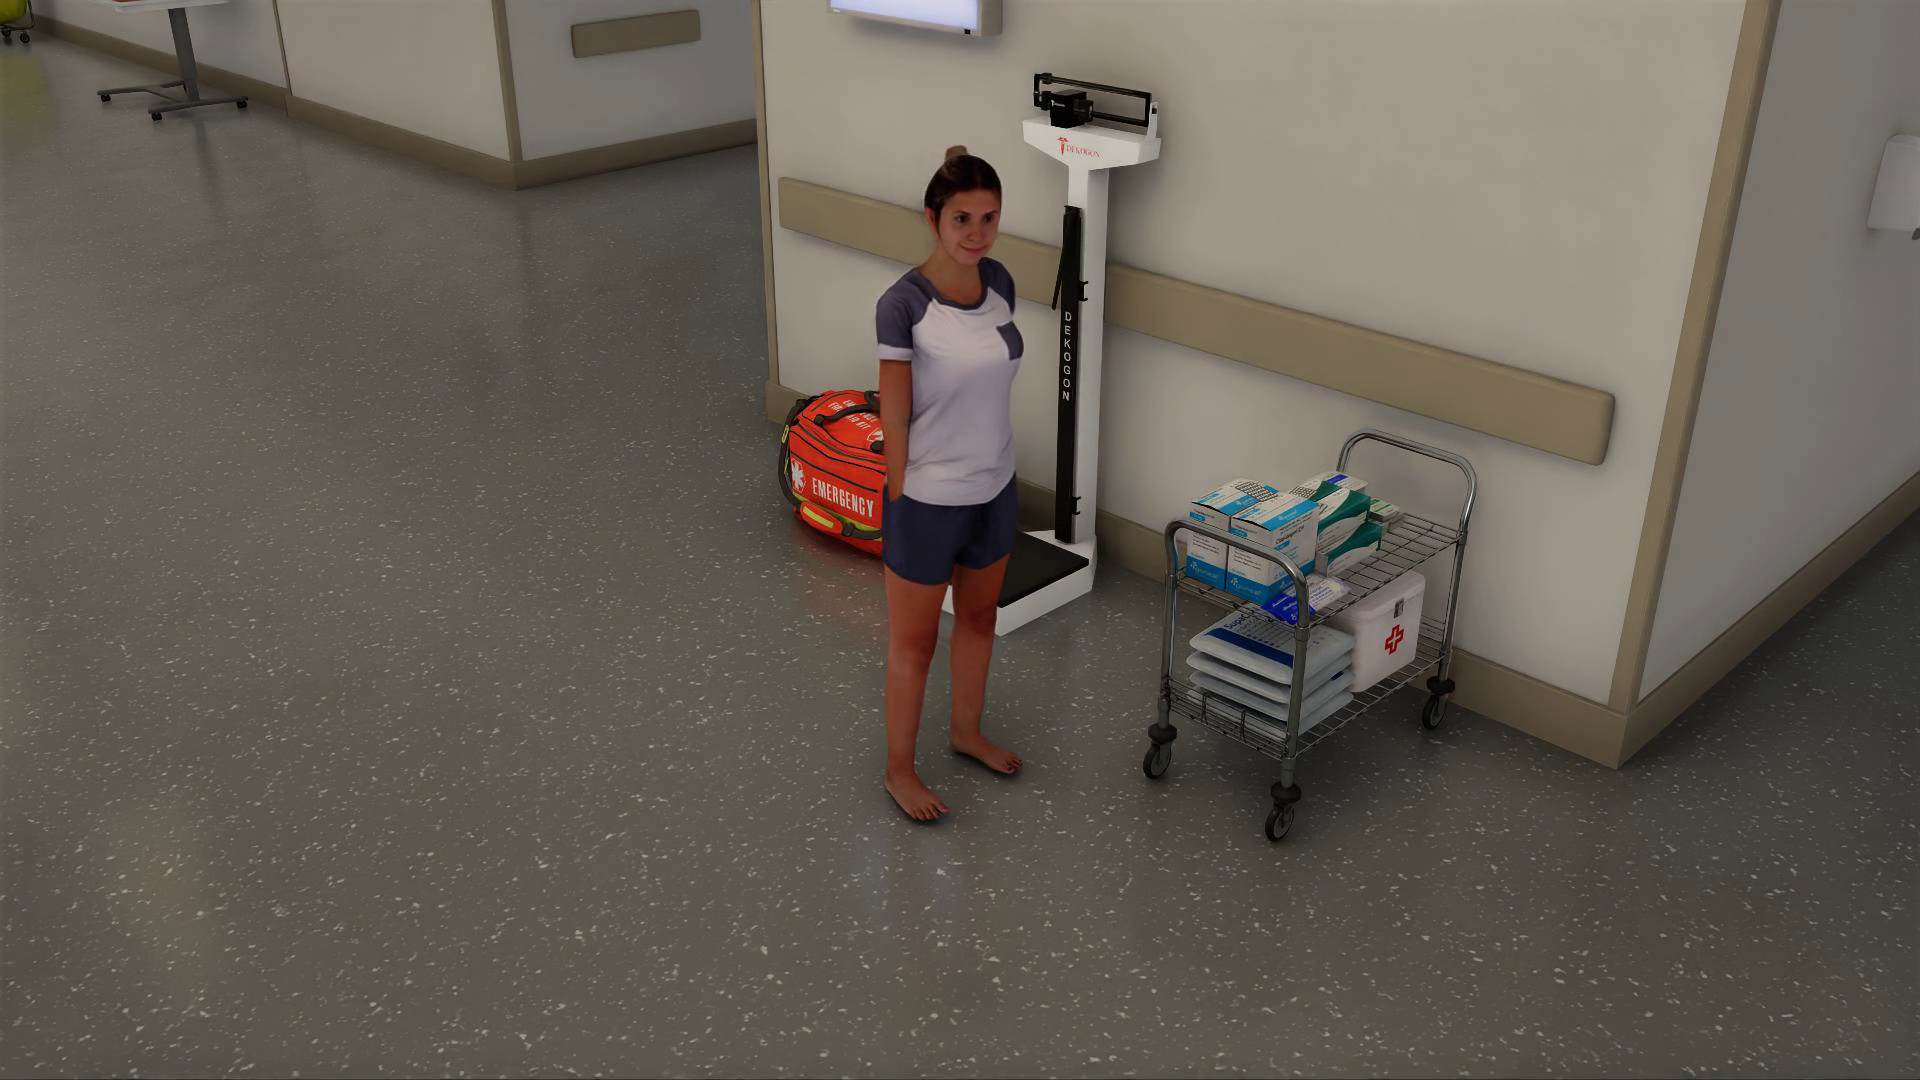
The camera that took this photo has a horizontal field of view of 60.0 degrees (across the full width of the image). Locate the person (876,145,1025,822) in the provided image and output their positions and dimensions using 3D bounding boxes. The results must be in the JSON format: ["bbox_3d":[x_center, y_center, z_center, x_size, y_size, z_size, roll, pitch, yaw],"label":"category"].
[{"bbox_3d":[-0.026,-0.117,3.992,0.584,1.623,0.509,-22,33,-38],"label":"person"}]
